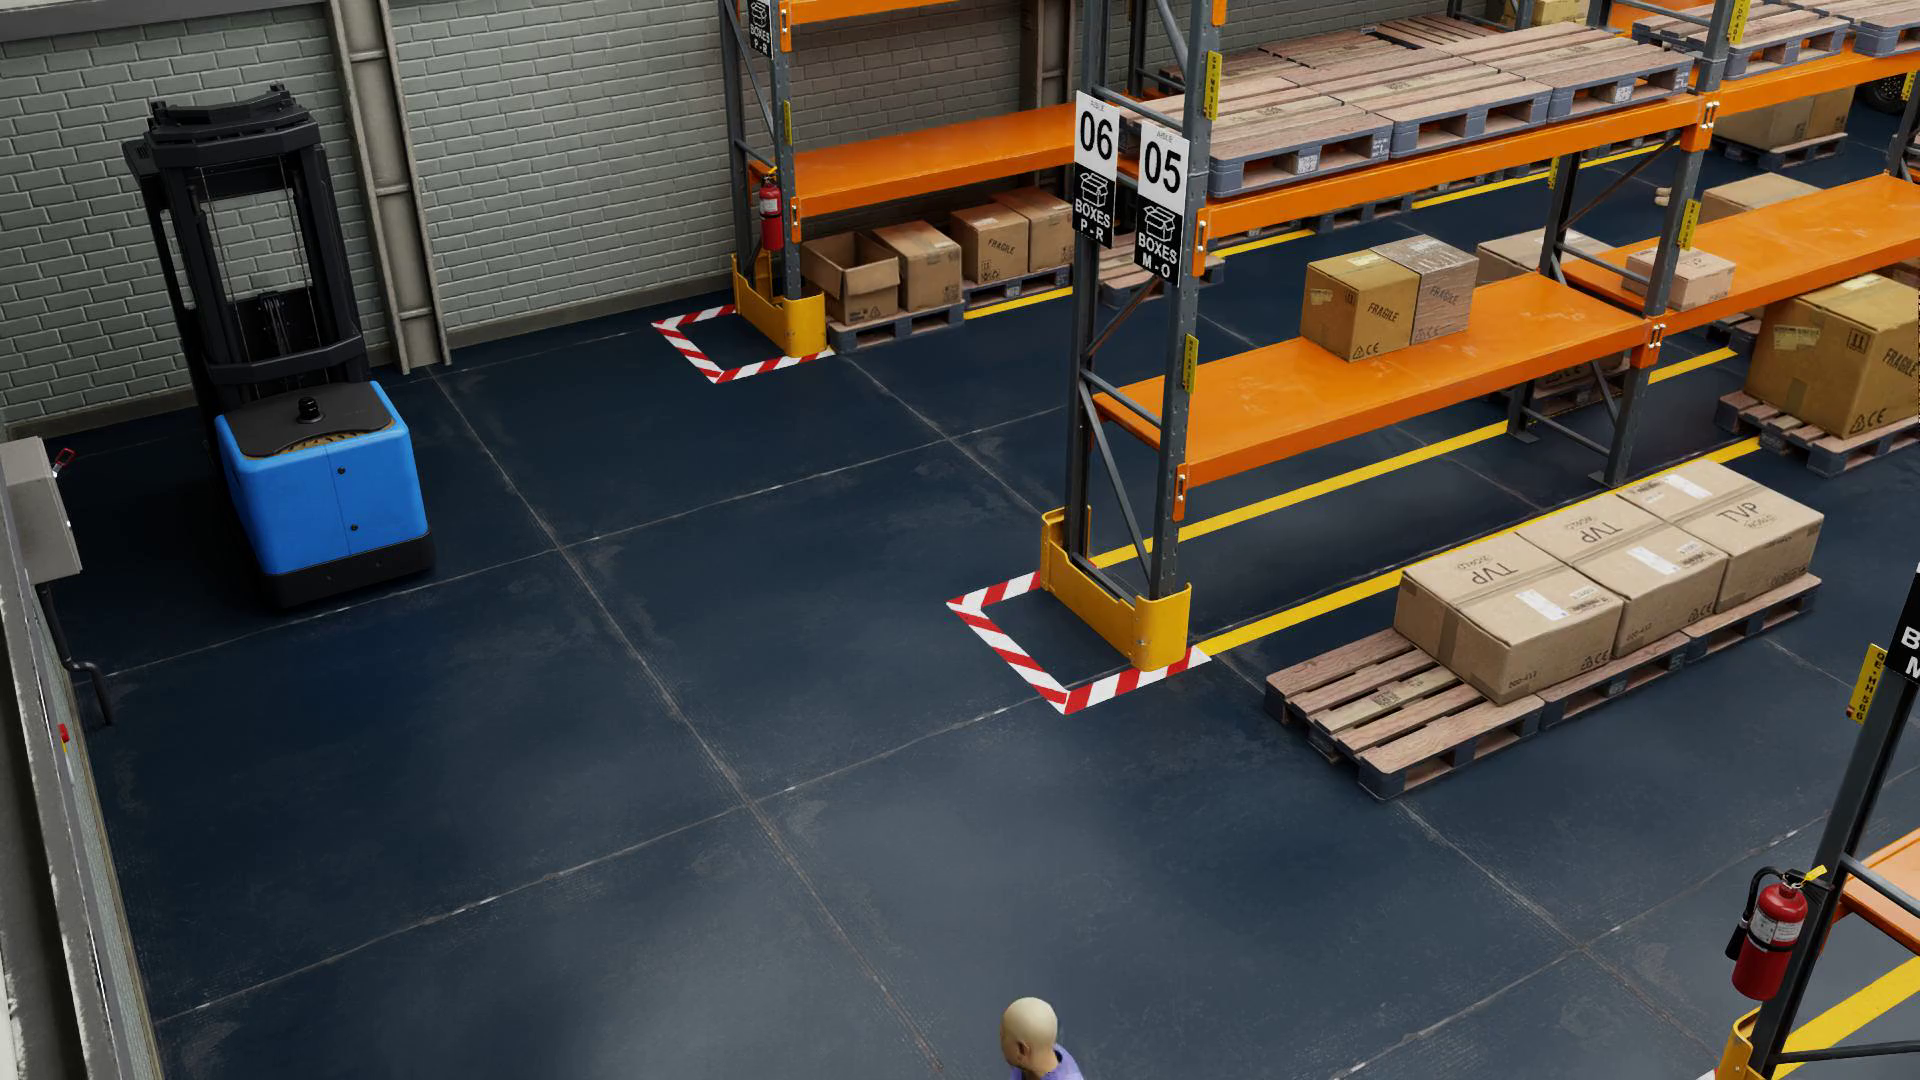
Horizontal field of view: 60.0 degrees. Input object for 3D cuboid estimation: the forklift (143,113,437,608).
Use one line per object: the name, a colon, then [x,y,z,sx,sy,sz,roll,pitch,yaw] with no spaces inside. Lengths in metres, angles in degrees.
forklift: [-4.289,-1.259,10.509,1.129,2.768,1.873,-17,36,-26]

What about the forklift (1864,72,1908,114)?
forklift: [11.468,-5.645,18.244,1.214,2.155,2.313,-17,36,-26]

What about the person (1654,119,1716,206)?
person: [7.157,-4.159,16.172,0.402,1.850,0.538,11,33,17]

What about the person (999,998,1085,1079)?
person: [0.384,2.334,5.757,0.380,1.769,0.743,-14,34,-22]
